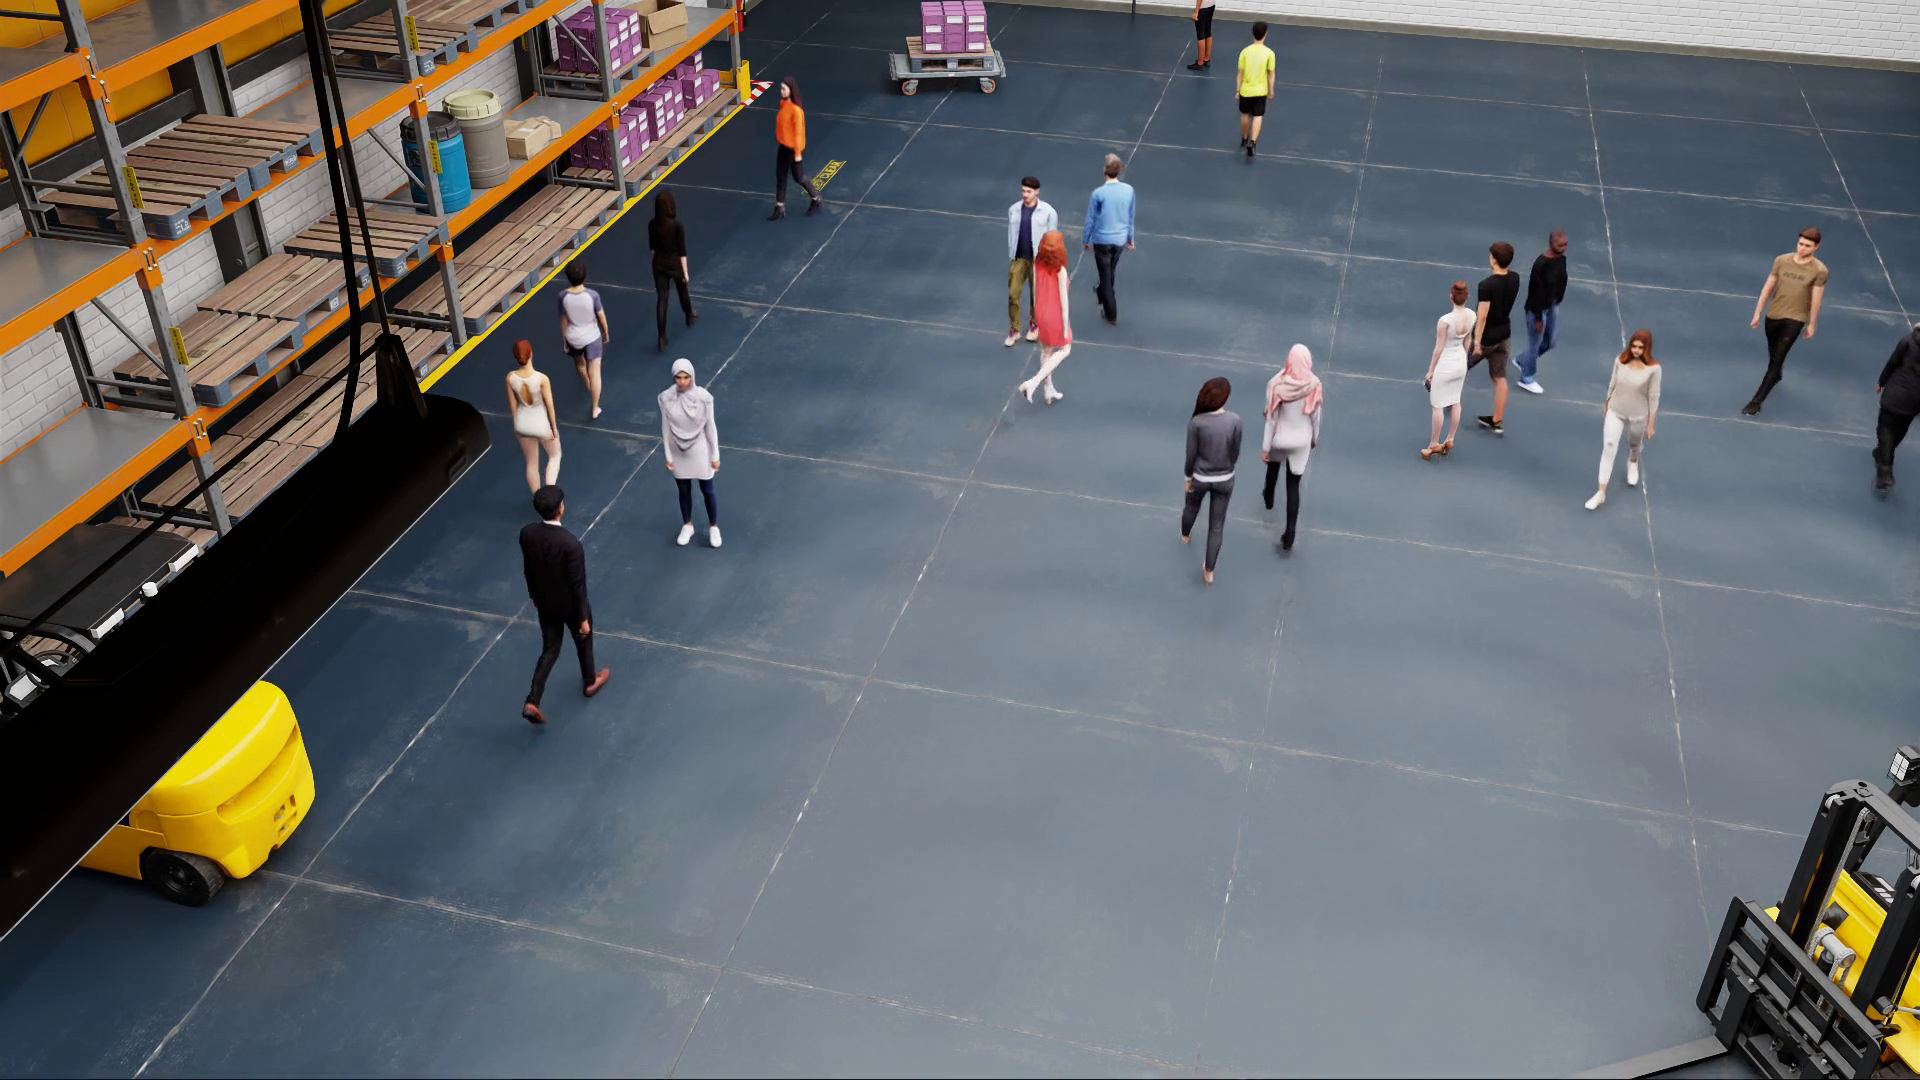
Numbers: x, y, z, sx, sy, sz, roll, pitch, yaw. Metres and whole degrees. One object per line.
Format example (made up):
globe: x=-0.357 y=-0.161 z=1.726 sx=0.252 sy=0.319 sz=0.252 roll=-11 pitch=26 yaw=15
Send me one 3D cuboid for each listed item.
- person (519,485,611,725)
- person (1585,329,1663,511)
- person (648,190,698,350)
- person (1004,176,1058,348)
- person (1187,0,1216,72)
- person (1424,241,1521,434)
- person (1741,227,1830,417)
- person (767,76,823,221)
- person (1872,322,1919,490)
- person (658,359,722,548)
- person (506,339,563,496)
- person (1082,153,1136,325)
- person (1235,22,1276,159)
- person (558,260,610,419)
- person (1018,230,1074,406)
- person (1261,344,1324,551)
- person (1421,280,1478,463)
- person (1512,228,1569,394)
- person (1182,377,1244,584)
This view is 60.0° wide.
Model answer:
person: x=-2.924 y=0.504 z=11.936 sx=0.839 sy=1.853 sz=1.184 roll=14 pitch=36 yaw=20
person: x=5.882 y=-1.125 z=14.551 sx=0.948 sy=1.672 sz=1.241 roll=21 pitch=39 yaw=29
person: x=-3.012 y=-2.730 z=17.031 sx=0.656 sy=1.599 sz=1.107 roll=6 pitch=34 yaw=8
person: x=0.753 y=-2.905 z=17.118 sx=0.680 sy=1.794 sz=0.763 roll=9 pitch=35 yaw=14
person: x=3.629 y=-7.868 z=24.626 sx=0.737 sy=1.748 sz=0.602 roll=22 pitch=39 yaw=29
person: x=5.014 y=-1.854 z=15.520 sx=1.149 sy=1.813 sz=1.244 roll=-16 pitch=37 yaw=-22
person: x=7.959 y=-2.143 z=15.963 sx=1.342 sy=1.804 sz=1.125 roll=-28 pitch=42 yaw=-35
person: x=-1.940 y=-4.667 z=19.825 sx=1.046 sy=1.733 sz=0.970 roll=-20 pitch=39 yaw=-27
person: x=8.367 y=-1.261 z=14.684 sx=0.610 sy=1.750 sz=1.089 roll=8 pitch=34 yaw=12
person: x=-2.239 y=-0.730 z=13.868 sx=0.659 sy=1.769 sz=0.621 roll=3 pitch=34 yaw=4
person: x=-3.678 y=-0.932 z=14.296 sx=0.638 sy=1.632 sz=0.730 roll=0 pitch=34 yaw=0
person: x=1.610 y=-3.126 z=17.449 sx=1.010 sy=1.797 sz=1.115 roll=-12 pitch=36 yaw=-18
person: x=3.820 y=-5.829 z=21.618 sx=0.640 sy=1.683 sz=1.041 roll=8 pitch=34 yaw=12
person: x=-3.584 y=-1.883 z=15.822 sx=0.734 sy=1.528 sz=1.030 roll=-1 pitch=34 yaw=-1
person: x=0.804 y=-2.056 z=15.823 sx=0.958 sy=1.814 sz=0.849 roll=-27 pitch=42 yaw=-35
person: x=2.774 y=-0.747 z=13.910 sx=0.865 sy=1.750 sz=1.264 roll=1 pitch=34 yaw=1
person: x=4.426 y=-1.530 z=15.051 sx=0.642 sy=1.793 sz=0.679 roll=-14 pitch=36 yaw=-20
person: x=5.597 y=-2.260 z=16.206 sx=0.774 sy=1.730 sz=0.834 roll=-23 pitch=40 yaw=-31
person: x=2.054 y=-0.448 z=13.475 sx=0.729 sy=1.735 sz=1.067 roll=2 pitch=34 yaw=3
